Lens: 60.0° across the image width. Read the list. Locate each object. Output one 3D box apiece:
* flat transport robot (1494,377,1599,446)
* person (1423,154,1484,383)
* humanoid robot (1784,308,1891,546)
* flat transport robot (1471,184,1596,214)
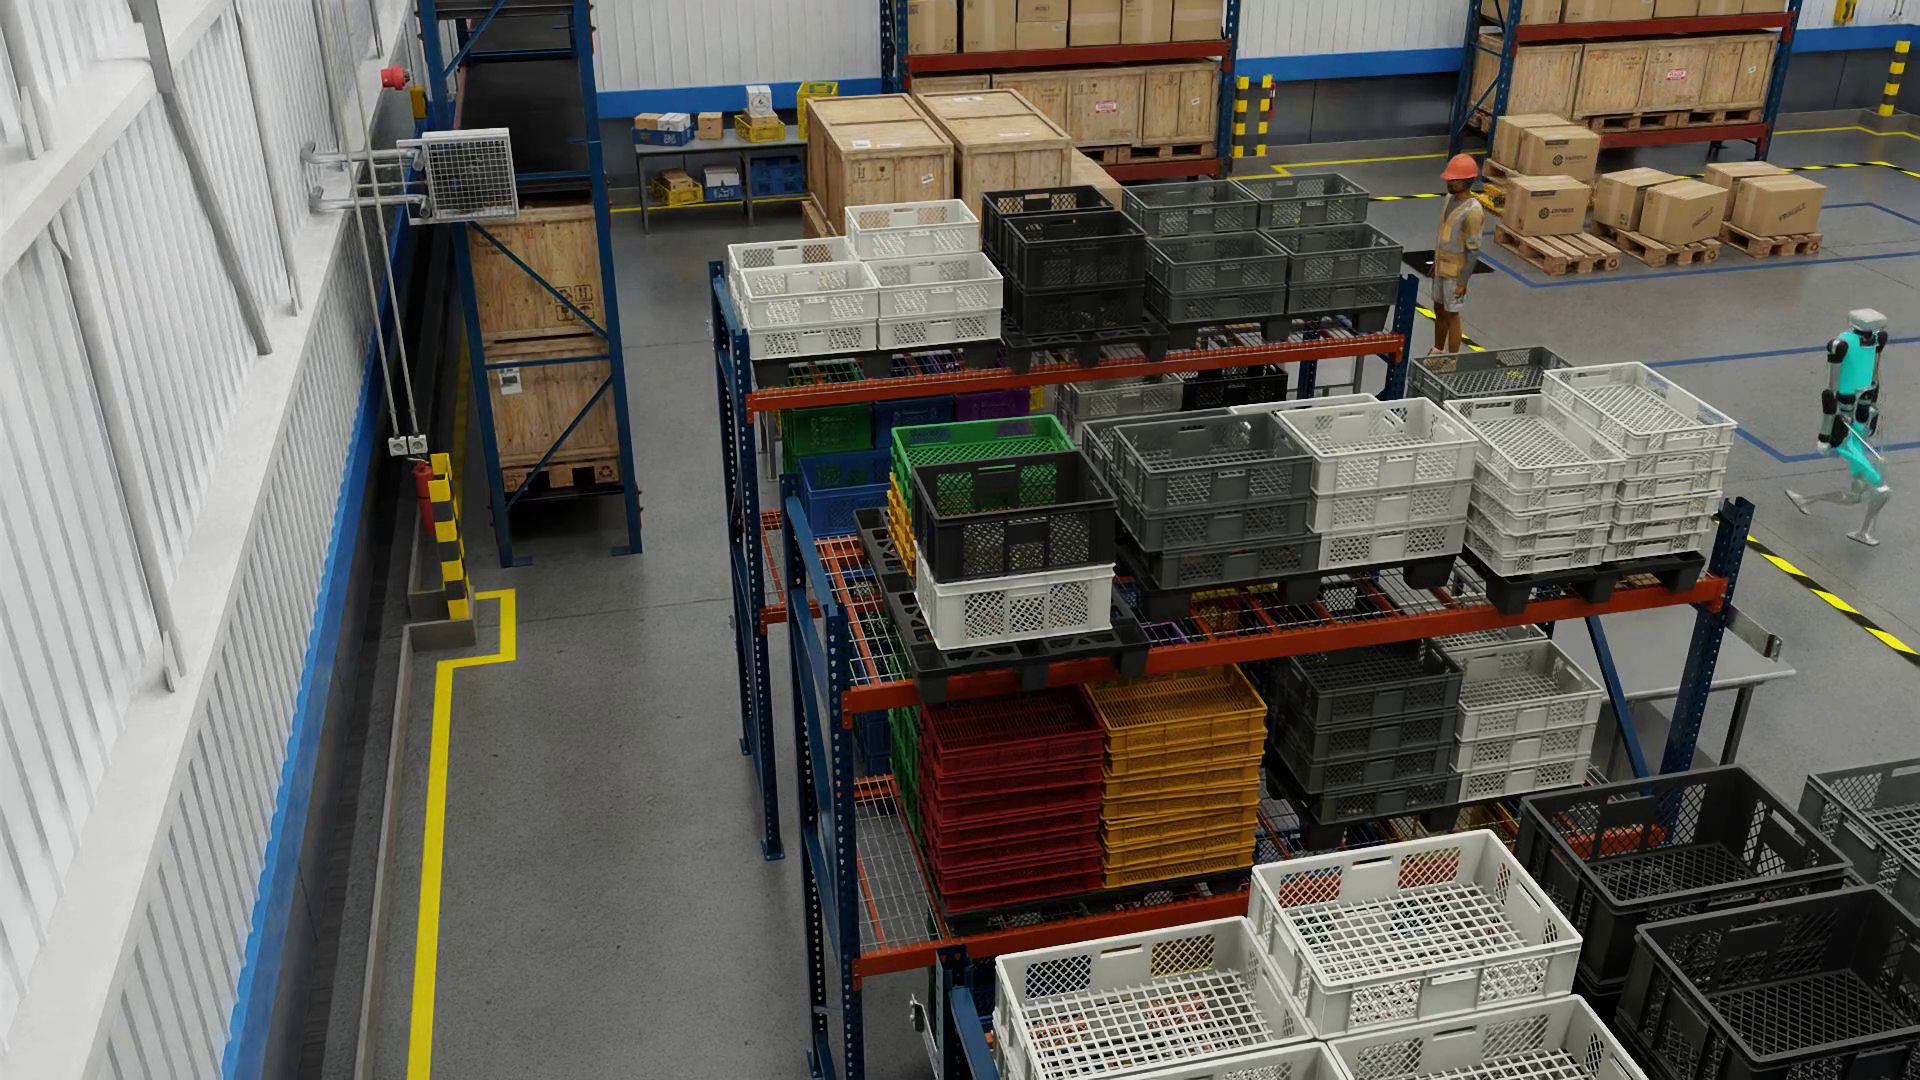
[{"bbox_3d":[4.780,-1.036,14.013,0.659,0.231,1.431,-6,28,-12],"label":"flat transport robot"},{"bbox_3d":[4.311,-2.391,14.684,0.381,2.039,0.615,-5,28,-9],"label":"person"},{"bbox_3d":[6.485,-0.752,11.904,0.530,1.726,1.040,-14,31,-24],"label":"humanoid robot"},{"bbox_3d":[6.907,-4.112,19.819,1.431,0.197,0.652,-6,28,-12],"label":"flat transport robot"}]
